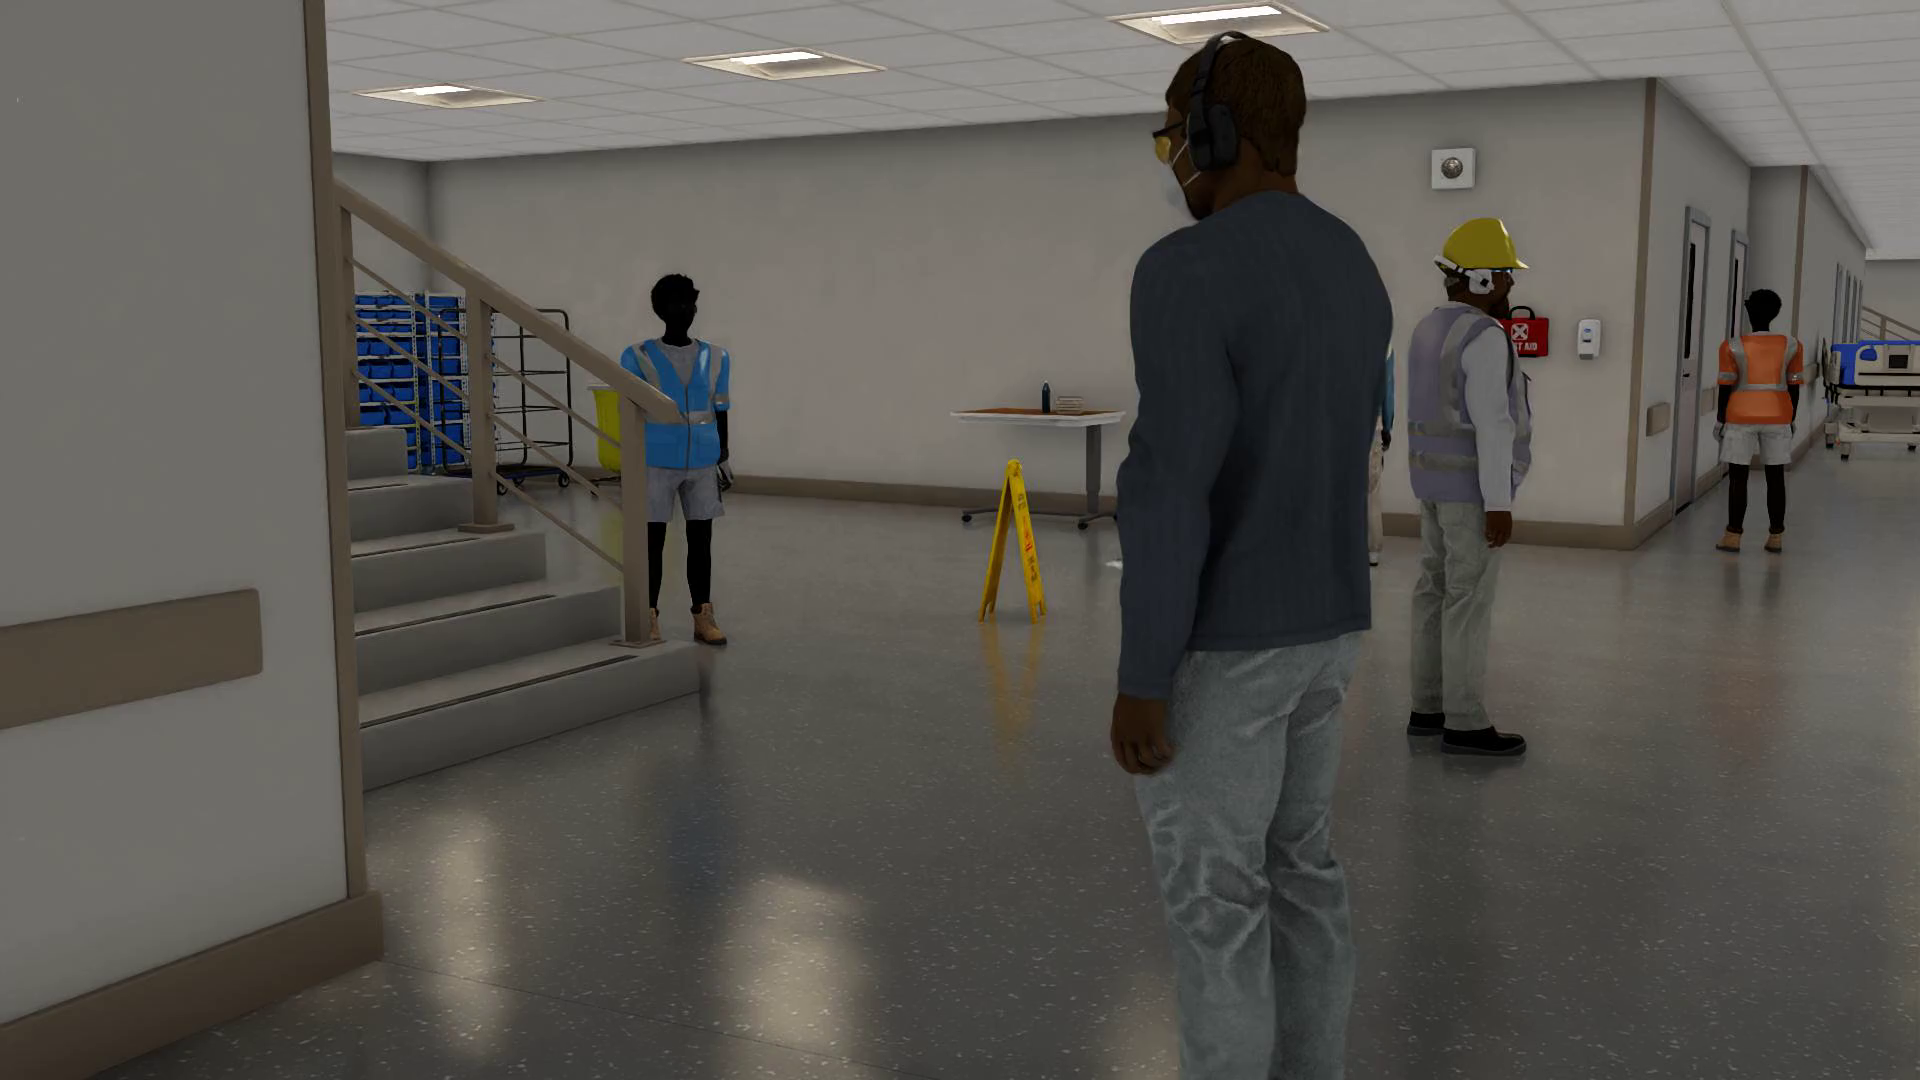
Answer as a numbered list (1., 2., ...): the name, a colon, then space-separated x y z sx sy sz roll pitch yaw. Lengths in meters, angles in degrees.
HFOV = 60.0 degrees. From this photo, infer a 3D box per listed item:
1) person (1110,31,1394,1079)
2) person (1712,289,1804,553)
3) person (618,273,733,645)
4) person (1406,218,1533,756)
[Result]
1. person: 0.459 0.172 2.674 0.384 1.930 0.634 6 10 40
2. person: 5.123 -0.758 10.699 0.533 1.697 0.319 1 7 8
3. person: -1.280 -0.351 7.555 0.535 1.700 0.318 -4 8 -29
4. person: 1.758 -0.182 5.746 0.404 1.831 0.600 -1 7 -8
